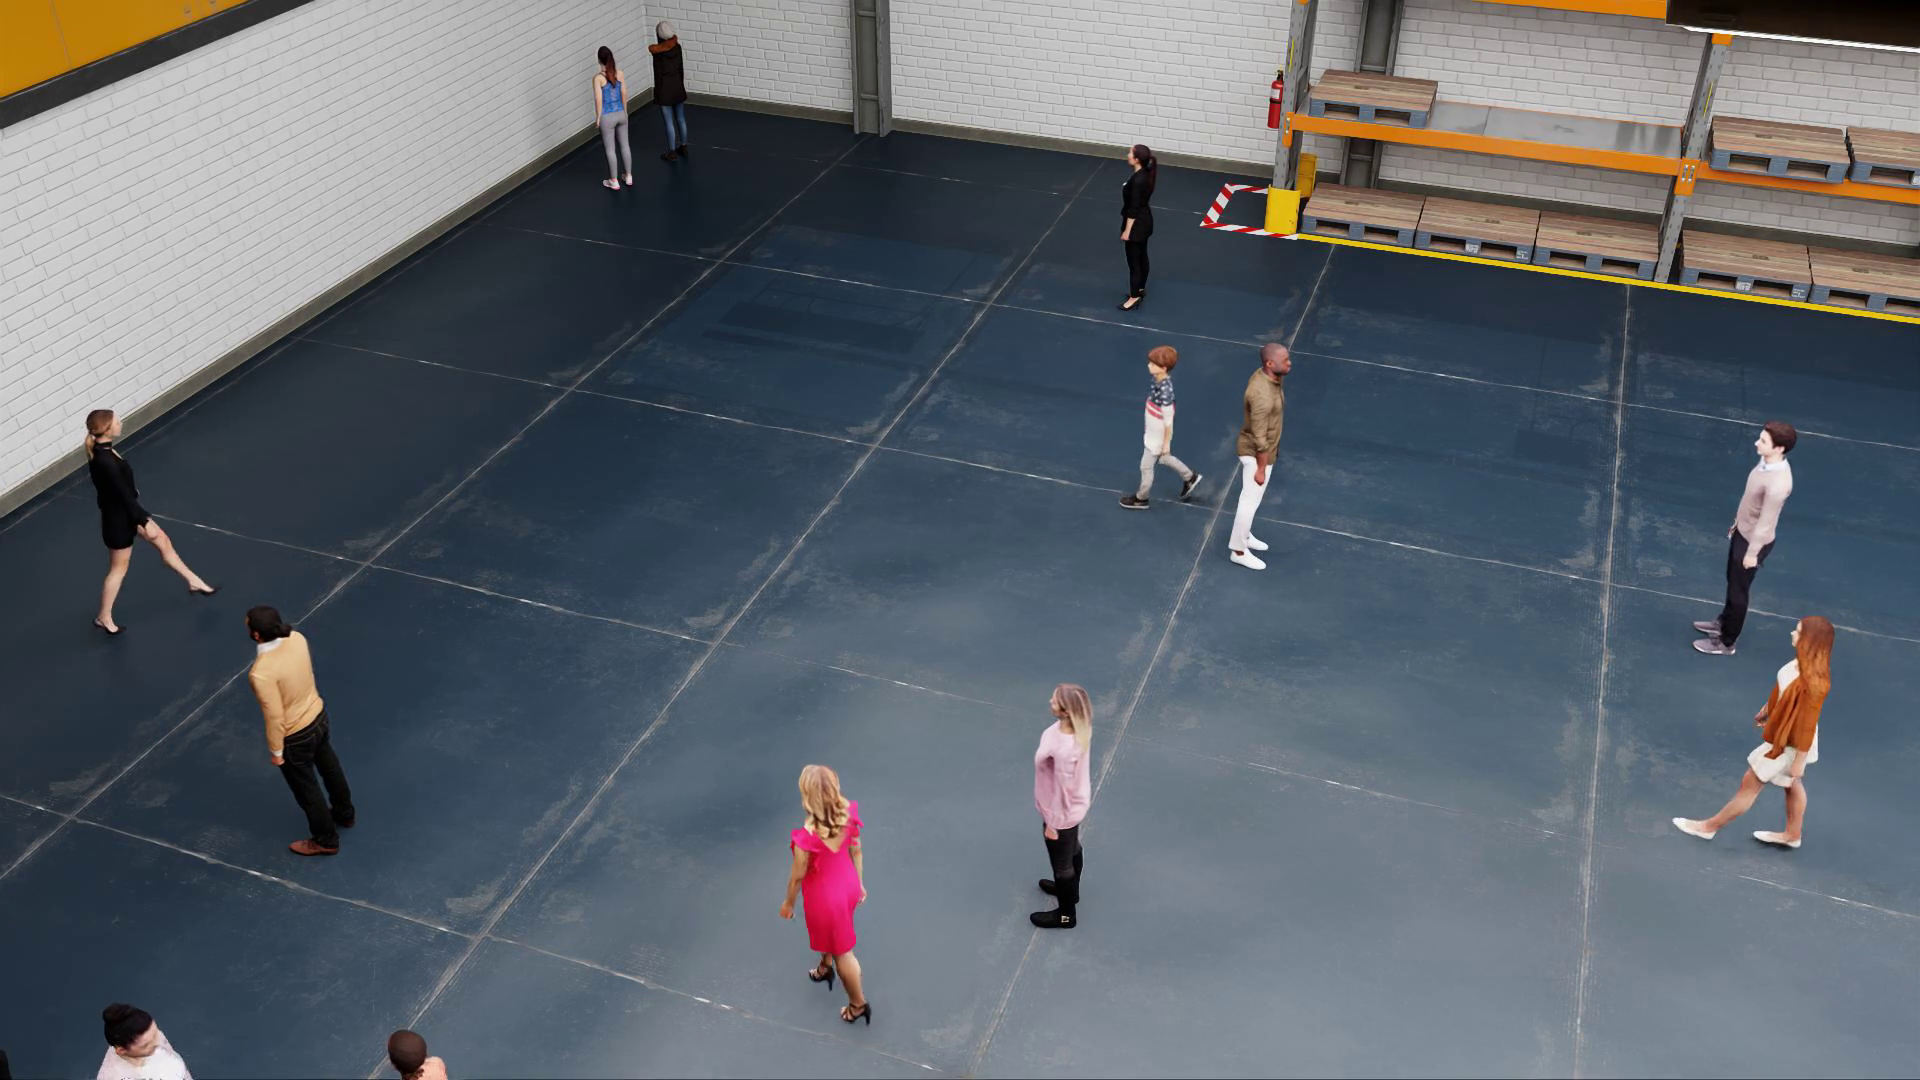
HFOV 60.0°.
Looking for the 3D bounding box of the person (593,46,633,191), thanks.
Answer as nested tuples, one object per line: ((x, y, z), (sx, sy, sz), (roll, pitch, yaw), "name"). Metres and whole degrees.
((-3.936, -4.789, 18.836), (0.652, 1.610, 0.678), (-27, 42, -34), "person")

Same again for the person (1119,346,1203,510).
((1.638, -0.885, 13.130), (0.967, 1.424, 0.741), (-1, 34, -2), "person")

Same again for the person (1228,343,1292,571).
((2.233, -0.658, 12.426), (0.584, 1.825, 0.746), (8, 34, 12), "person")

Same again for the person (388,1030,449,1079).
((-2.391, 2.794, 7.720), (0.957, 1.286, 0.657), (22, 39, 29), "person")

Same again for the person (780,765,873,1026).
((-0.605, 1.902, 8.678), (0.794, 1.710, 0.677), (21, 39, 28), "person")

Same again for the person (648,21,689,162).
((-3.412, -5.294, 19.574), (0.722, 1.634, 0.714), (25, 41, 32), "person")

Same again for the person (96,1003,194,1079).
((-3.709, 2.690, 7.477), (0.888, 1.729, 0.843), (-6, 34, -8), "person")

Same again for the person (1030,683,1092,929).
((0.594, 1.483, 9.330), (0.562, 1.688, 0.621), (8, 34, 12), "person")

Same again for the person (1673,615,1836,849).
((4.968, 1.190, 9.769), (0.969, 1.690, 0.638), (12, 35, 17), "person")

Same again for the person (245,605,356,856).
((-3.920, 1.112, 9.829), (0.632, 1.753, 0.701), (5, 34, 7), "person")

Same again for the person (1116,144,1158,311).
((1.731, -3.045, 16.164), (0.568, 1.662, 0.605), (14, 36, 20), "person")

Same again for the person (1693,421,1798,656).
((5.463, -0.017, 11.478), (0.555, 1.808, 0.629), (9, 35, 14), "person")

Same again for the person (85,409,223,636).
((-5.923, -0.073, 11.650), (1.057, 1.710, 1.147), (-24, 40, -31), "person")
